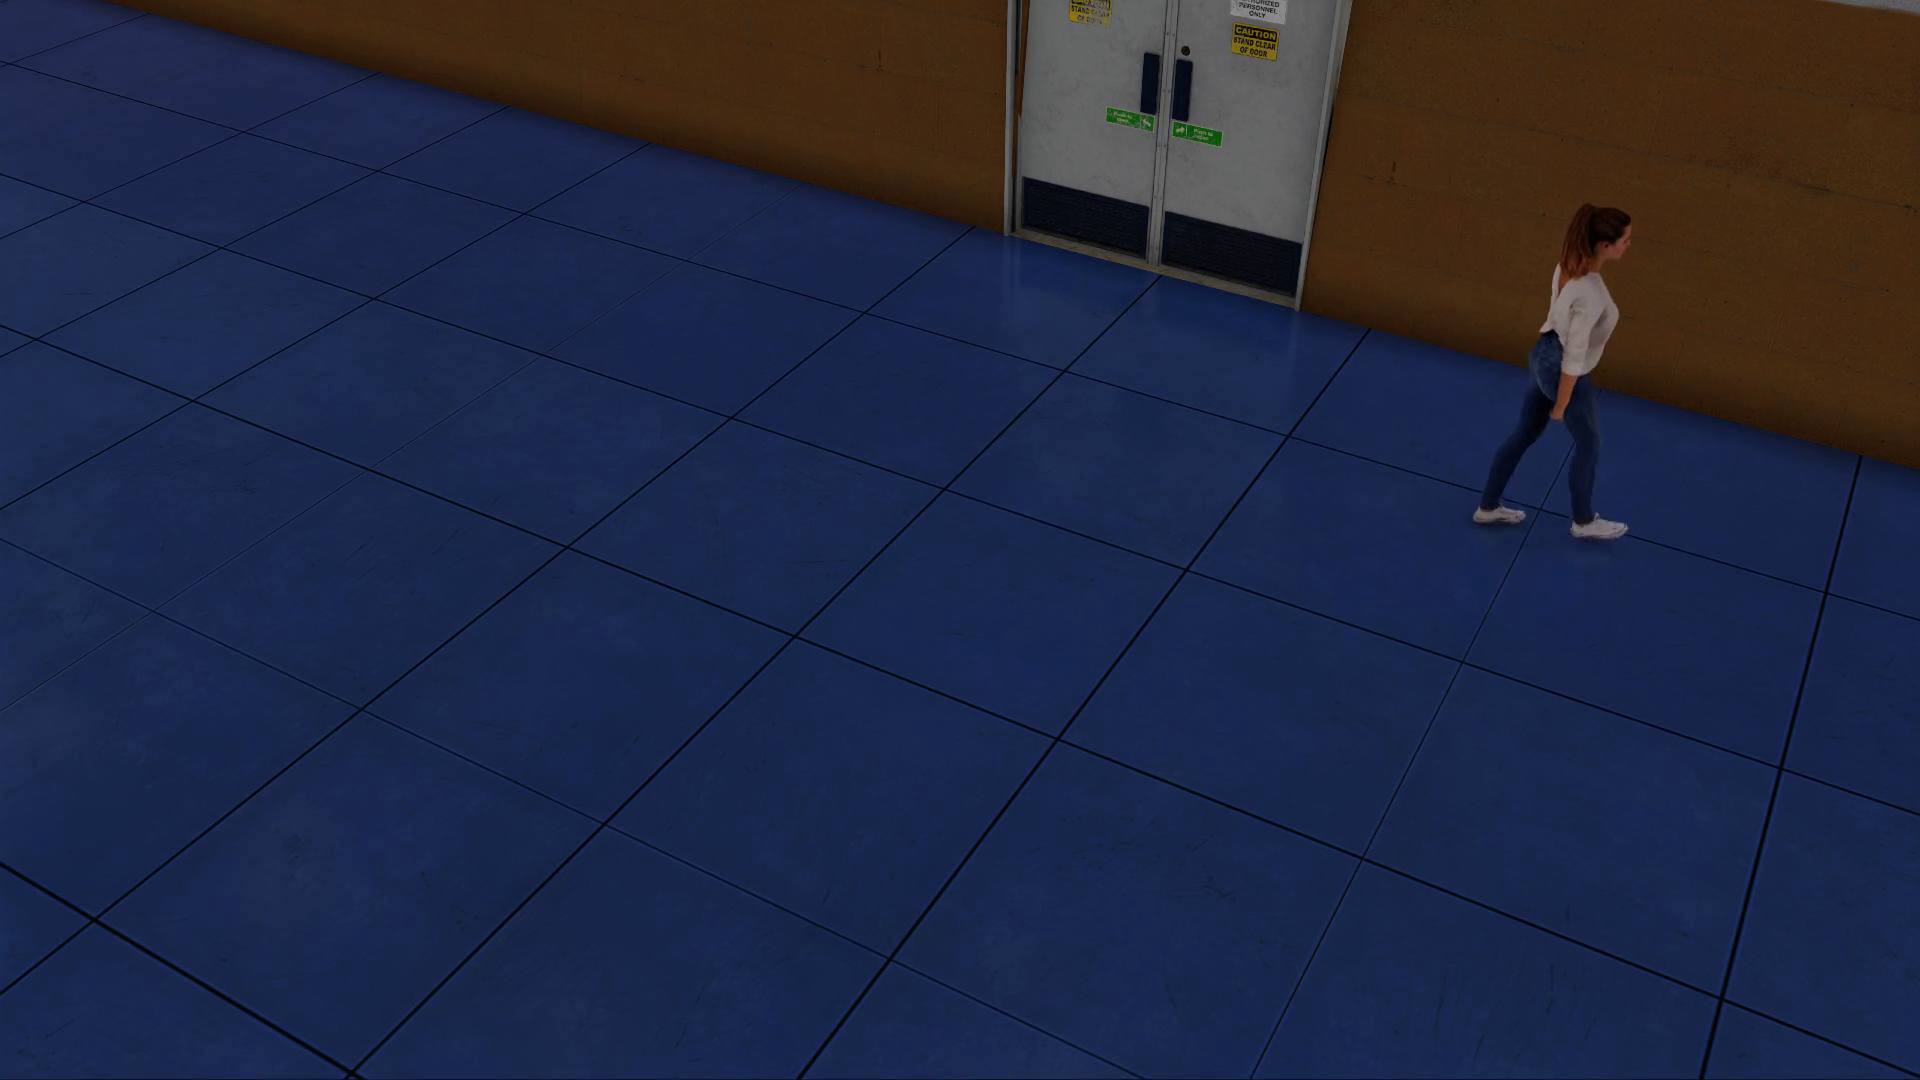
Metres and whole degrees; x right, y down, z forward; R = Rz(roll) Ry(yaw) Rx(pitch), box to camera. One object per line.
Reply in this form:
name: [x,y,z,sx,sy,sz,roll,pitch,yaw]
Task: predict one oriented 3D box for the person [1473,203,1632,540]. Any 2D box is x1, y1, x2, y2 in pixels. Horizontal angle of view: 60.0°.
person: [2.680,-0.743,7.669,0.952,1.697,0.974,0,37,-1]
